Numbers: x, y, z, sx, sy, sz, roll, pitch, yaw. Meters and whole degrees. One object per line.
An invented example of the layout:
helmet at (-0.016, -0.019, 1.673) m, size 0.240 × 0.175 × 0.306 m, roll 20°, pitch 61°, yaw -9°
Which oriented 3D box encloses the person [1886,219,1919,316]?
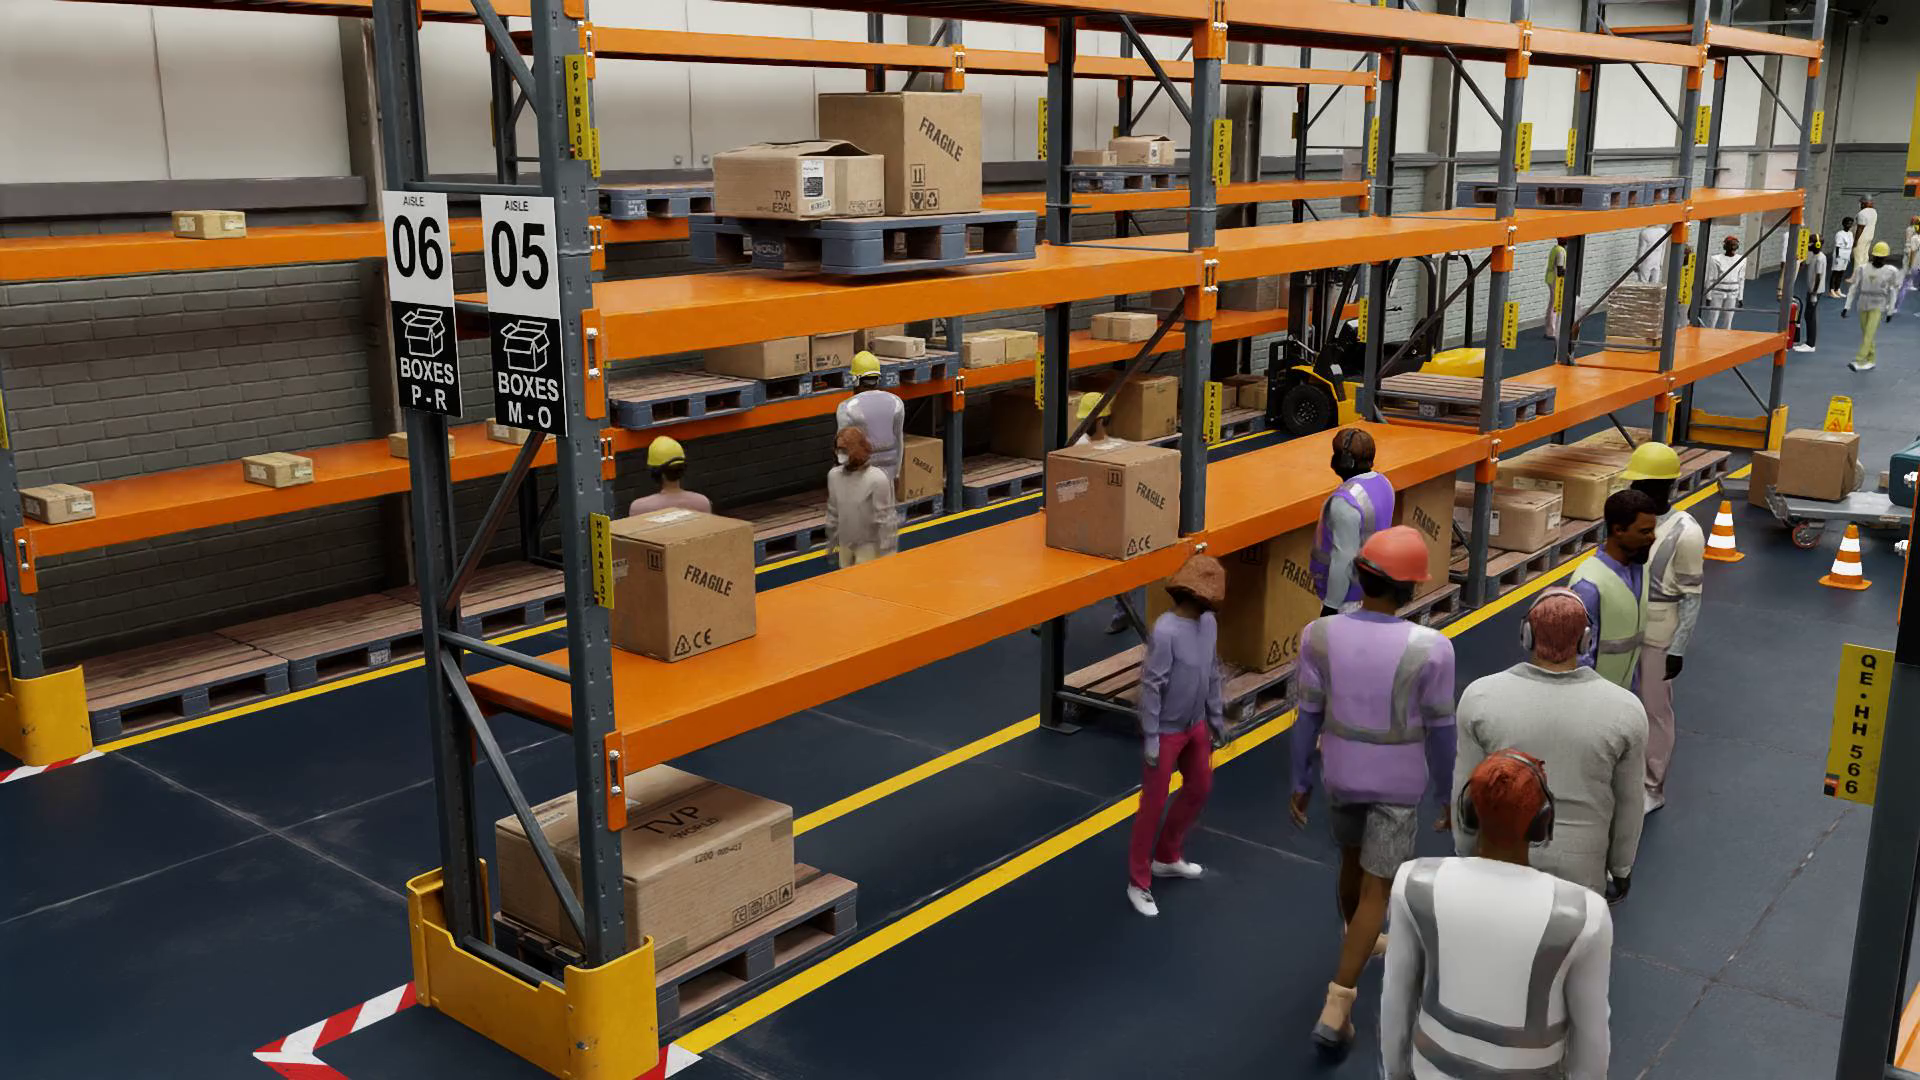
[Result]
person at (18.110, -5.168, 31.567) m, size 0.558 × 1.821 × 0.958 m, roll -3°, pitch 14°, yaw -11°

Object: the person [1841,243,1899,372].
person at (13.186, -3.365, 24.121) m, size 1.031 × 1.864 × 0.598 m, roll -10°, pitch 17°, yaw -36°

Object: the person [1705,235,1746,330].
person at (11.797, -3.750, 25.665) m, size 0.573 × 1.883 × 0.353 m, roll 0°, pitch 14°, yaw 2°

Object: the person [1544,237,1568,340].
person at (10.009, -4.280, 27.896) m, size 0.374 × 1.843 × 0.575 m, roll 2°, pitch 14°, yaw 9°

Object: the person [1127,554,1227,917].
person at (0.968, 0.860, 7.452) m, size 0.336 × 1.621 × 0.590 m, roll 11°, pitch 18°, yaw 39°

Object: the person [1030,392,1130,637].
person at (0.880, -0.137, 11.282) m, size 0.541 × 1.717 × 0.935 m, roll 11°, pitch 18°, yaw 38°

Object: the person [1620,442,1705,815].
person at (3.477, 0.451, 8.464) m, size 0.387 × 1.927 × 0.589 m, roll -4°, pitch 14°, yaw -18°

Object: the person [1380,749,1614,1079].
person at (1.383, 1.475, 4.418) m, size 0.595 × 1.868 × 0.634 m, roll 9°, pitch 16°, yaw 32°

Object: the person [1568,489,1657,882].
person at (2.879, 0.696, 7.524) m, size 0.393 × 1.909 × 0.584 m, roll 12°, pitch 18°, yaw 41°

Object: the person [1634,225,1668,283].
person at (13.291, -5.347, 32.116) m, size 0.643 × 1.908 × 0.410 m, roll -5°, pitch 15°, yaw -21°

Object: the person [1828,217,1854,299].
person at (18.509, -5.925, 34.898) m, size 0.535 × 1.699 × 0.322 m, roll -10°, pitch 17°, yaw -34°

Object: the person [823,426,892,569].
person at (-0.668, 0.069, 10.658) m, size 0.528 × 1.617 × 0.352 m, roll 11°, pitch 17°, yaw 37°

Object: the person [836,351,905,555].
person at (-0.696, -0.507, 12.560) m, size 0.591 × 1.834 × 0.404 m, roll -10°, pitch 17°, yaw -36°

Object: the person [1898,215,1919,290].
person at (21.032, -6.348, 36.742) m, size 0.310 × 1.638 × 0.522 m, roll -2°, pitch 14°, yaw -6°

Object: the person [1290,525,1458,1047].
person at (1.588, 0.921, 6.453) m, size 0.614 × 1.998 × 1.032 m, roll 11°, pitch 17°, yaw 37°

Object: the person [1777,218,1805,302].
person at (17.018, -5.724, 33.966) m, size 0.565 × 1.750 × 0.341 m, roll -4°, pitch 14°, yaw -17°

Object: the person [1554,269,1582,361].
person at (7.132, -2.268, 19.657) m, size 0.314 × 1.869 × 0.536 m, roll 1°, pitch 14°, yaw 4°

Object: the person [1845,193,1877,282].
person at (20.874, -7.004, 38.584) m, size 0.683 × 2.000 × 0.537 m, roll -12°, pitch 18°, yaw -39°

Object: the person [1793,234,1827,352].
person at (13.526, -3.915, 26.390) m, size 0.345 × 1.860 × 0.517 m, roll 5°, pitch 15°, yaw 19°

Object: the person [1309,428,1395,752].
person at (2.173, 0.283, 9.327) m, size 0.429 × 1.842 × 0.633 m, roll 9°, pitch 17°, yaw 33°

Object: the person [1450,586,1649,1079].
person at (2.057, 1.094, 5.888) m, size 0.643 × 1.911 × 0.411 m, roll 4°, pitch 14°, yaw 17°

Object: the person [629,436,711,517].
person at (-1.663, 0.268, 9.583) m, size 0.546 × 1.744 × 0.715 m, roll -12°, pitch 18°, yaw -40°

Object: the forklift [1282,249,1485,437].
forklift at (4.886, -2.214, 18.767) m, size 2.313 × 2.155 × 1.214 m, roll 11°, pitch 18°, yaw 38°
